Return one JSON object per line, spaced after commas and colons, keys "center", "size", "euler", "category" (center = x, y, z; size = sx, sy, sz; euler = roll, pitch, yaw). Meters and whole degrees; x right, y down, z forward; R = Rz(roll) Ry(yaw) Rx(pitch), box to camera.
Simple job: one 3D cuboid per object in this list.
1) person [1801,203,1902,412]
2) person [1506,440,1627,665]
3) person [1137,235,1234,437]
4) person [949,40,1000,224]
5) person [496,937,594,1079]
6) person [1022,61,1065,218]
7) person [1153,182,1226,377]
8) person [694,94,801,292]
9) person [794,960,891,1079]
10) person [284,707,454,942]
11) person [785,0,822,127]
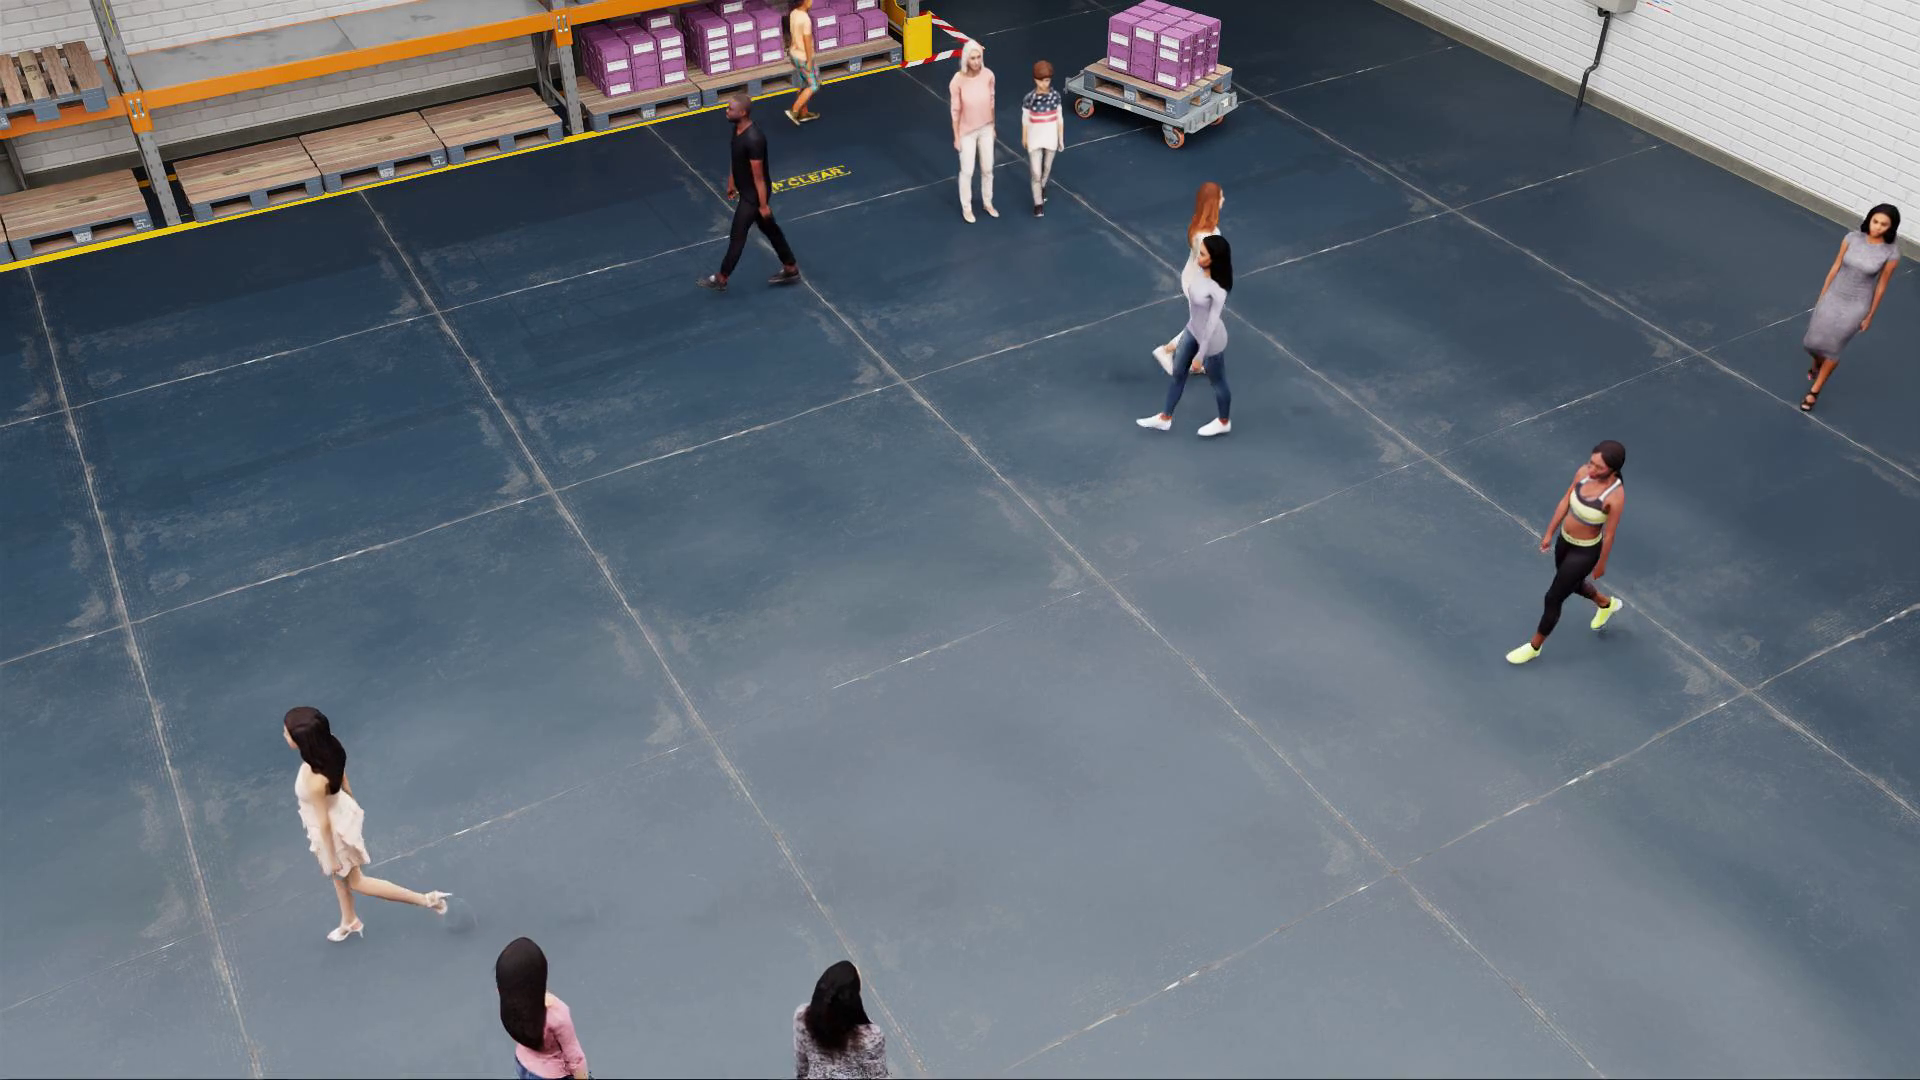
{"center": [6.871, -1.825, 12.874], "size": [0.713, 1.772, 0.812], "euler": [30, 47, 32], "category": "person"}
{"center": [4.005, 0.049, 10.565], "size": [1.126, 1.725, 0.710], "euler": [-11, 40, -14], "category": "person"}
{"center": [1.954, -1.499, 12.517], "size": [1.046, 1.707, 0.828], "euler": [-8, 39, -10], "category": "person"}
{"center": [0.108, -3.815, 15.403], "size": [0.528, 1.724, 0.692], "euler": [-17, 42, -20], "category": "person"}
{"center": [-1.897, 2.458, 7.541], "size": [0.817, 1.734, 0.947], "euler": [20, 43, 23], "category": "person"}
{"center": [0.774, -3.827, 15.665], "size": [0.853, 1.417, 0.745], "euler": [-8, 39, -9], "category": "person"}
{"center": [1.815, -2.029, 13.188], "size": [0.909, 1.698, 0.819], "euler": [2, 39, 3], "category": "person"}
{"center": [-1.690, -2.970, 14.309], "size": [1.236, 1.769, 0.845], "euler": [-12, 40, -14], "category": "person"}
{"center": [-0.564, 2.533, 7.465], "size": [1.001, 1.711, 1.081], "euler": [12, 40, 14], "category": "person"}
{"center": [-3.171, 1.528, 8.720], "size": [1.032, 1.717, 0.816], "euler": [-4, 39, -5], "category": "person"}
{"center": [-1.663, -4.915, 17.004], "size": [0.727, 1.447, 0.596], "euler": [-26, 46, -29], "category": "person"}
